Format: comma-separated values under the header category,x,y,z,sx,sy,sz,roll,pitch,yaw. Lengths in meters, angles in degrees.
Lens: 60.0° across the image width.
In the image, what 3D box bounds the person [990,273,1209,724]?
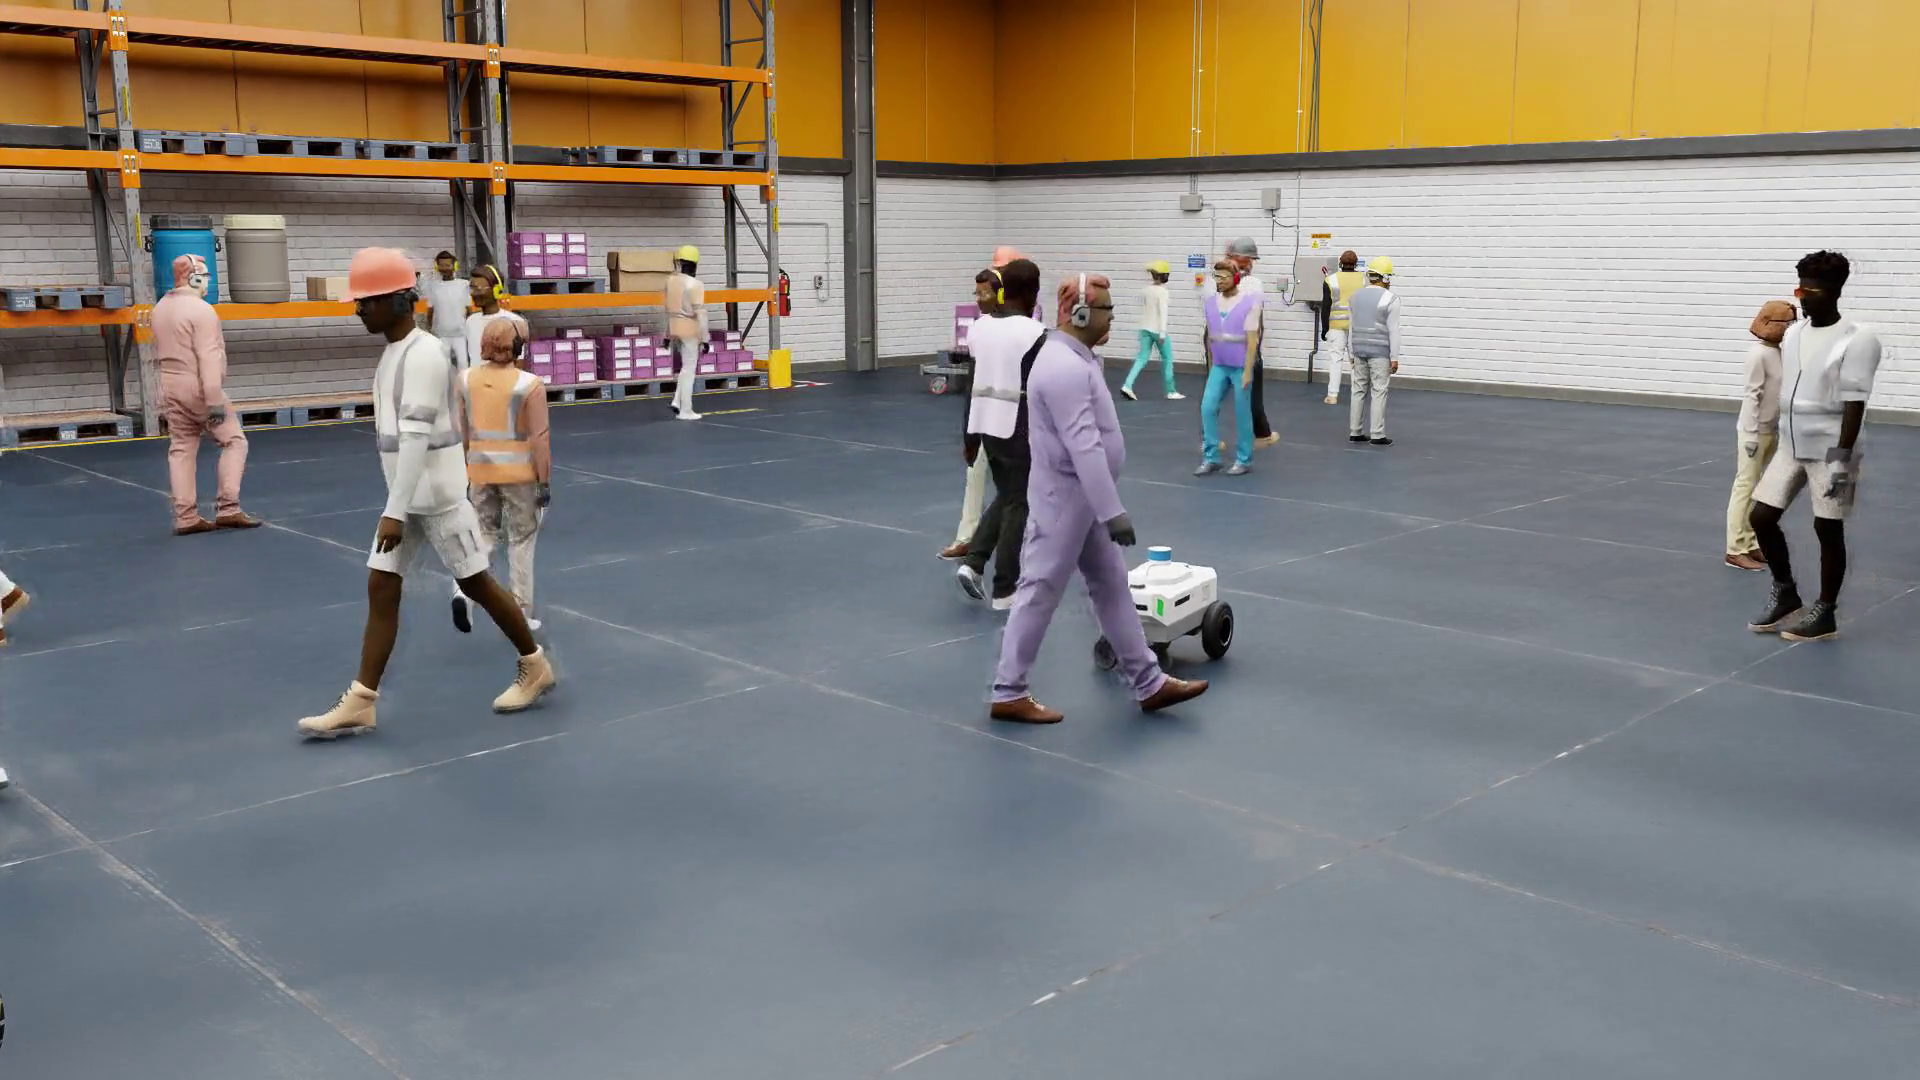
category,x,y,z,sx,sy,sz,roll,pitch,yaw
person,0.558,-0.147,6.829,0.918,1.862,0.647,2,11,11

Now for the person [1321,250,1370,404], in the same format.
category,x,y,z,sx,sy,sz,roll,pitch,yaw
person,4.639,-2.549,19.987,0.627,1.844,0.429,0,10,-1

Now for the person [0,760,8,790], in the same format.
category,x,y,z,sx,sy,sz,roll,pitch,yaw
person,-3.644,0.029,5.706,0.401,1.919,0.619,3,11,15

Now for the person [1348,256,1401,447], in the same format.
category,x,y,z,sx,sy,sz,roll,pitch,yaw
person,3.997,-1.808,16.012,0.404,1.824,0.586,-9,13,-39

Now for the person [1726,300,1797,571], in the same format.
category,x,y,z,sx,sy,sz,roll,pitch,yaw
person,4.901,-0.640,10.141,0.501,1.633,0.286,-10,14,-44

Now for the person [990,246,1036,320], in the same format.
category,x,y,z,sx,sy,sz,roll,pitch,yaw
person,0.496,-1.951,16.524,0.562,1.912,0.454,10,14,43

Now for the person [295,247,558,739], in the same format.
category,x,y,z,sx,sy,sz,roll,pitch,yaw
person,-2.171,-0.196,6.809,1.093,1.992,0.624,-8,13,-36

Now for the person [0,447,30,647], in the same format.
category,x,y,z,sx,sy,sz,roll,pitch,yaw
person,-4.814,-0.366,8.004,0.599,1.867,0.432,8,13,36

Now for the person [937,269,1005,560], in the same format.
category,x,y,z,sx,sy,sz,roll,pitch,yaw
person,0.311,-0.796,10.517,0.963,1.825,0.522,-9,14,-40

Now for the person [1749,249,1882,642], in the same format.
category,x,y,z,sx,sy,sz,roll,pitch,yaw
person,4.213,-0.448,8.228,0.510,1.947,0.609,-4,11,-18

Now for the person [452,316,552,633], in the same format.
category,x,y,z,sx,sy,sz,roll,pitch,yaw
person,-2.299,-0.294,8.264,0.538,1.622,0.510,3,11,14

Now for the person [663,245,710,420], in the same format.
category,x,y,z,sx,sy,sz,roll,pitch,yaw
person,-2.976,-2.262,18.217,0.628,1.910,0.419,9,14,40

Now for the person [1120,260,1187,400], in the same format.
category,x,y,z,sx,sy,sz,roll,pitch,yaw
person,2.360,-2.570,20.416,0.874,1.730,0.536,-5,12,-27

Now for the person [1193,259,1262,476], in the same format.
category,x,y,z,sx,sy,sz,roll,pitch,yaw
person,2.229,-1.422,13.887,0.572,1.814,0.690,9,14,42

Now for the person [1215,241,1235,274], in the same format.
category,x,y,z,sx,sy,sz,roll,pitch,yaw
person,3.740,-3.115,22.810,0.546,1.939,0.375,10,14,44

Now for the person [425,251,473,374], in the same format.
category,x,y,z,sx,sy,sz,roll,pitch,yaw
person,-5.494,-2.186,17.974,0.541,1.861,0.328,-2,11,-11

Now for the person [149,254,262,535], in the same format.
category,x,y,z,sx,sy,sz,roll,pitch,yaw
person,-5.109,-0.985,11.318,0.671,1.887,0.659,6,12,31

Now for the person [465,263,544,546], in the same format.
category,x,y,z,sx,sy,sz,roll,pitch,yaw
person,-2.981,-0.872,10.836,0.524,1.850,0.725,6,12,31

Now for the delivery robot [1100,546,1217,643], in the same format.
category,x,y,z,sx,sy,sz,roll,pitch,yaw
delivery robot,0.940,0.275,7.845,0.477,0.478,0.707,6,12,29

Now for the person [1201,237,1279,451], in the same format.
category,x,y,z,sx,sy,sz,roll,pitch,yaw
person,2.655,-1.863,15.703,0.702,2.000,0.967,10,14,43

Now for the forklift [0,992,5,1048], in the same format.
category,x,y,z,sx,sy,sz,roll,pitch,yaw
forklift,-3.245,0.323,3.363,2.313,2.155,1.214,2,11,13

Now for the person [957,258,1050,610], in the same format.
category,x,y,z,sx,sy,sz,roll,pitch,yaw
person,0.272,-0.555,8.953,0.436,1.898,0.581,-8,13,-36
